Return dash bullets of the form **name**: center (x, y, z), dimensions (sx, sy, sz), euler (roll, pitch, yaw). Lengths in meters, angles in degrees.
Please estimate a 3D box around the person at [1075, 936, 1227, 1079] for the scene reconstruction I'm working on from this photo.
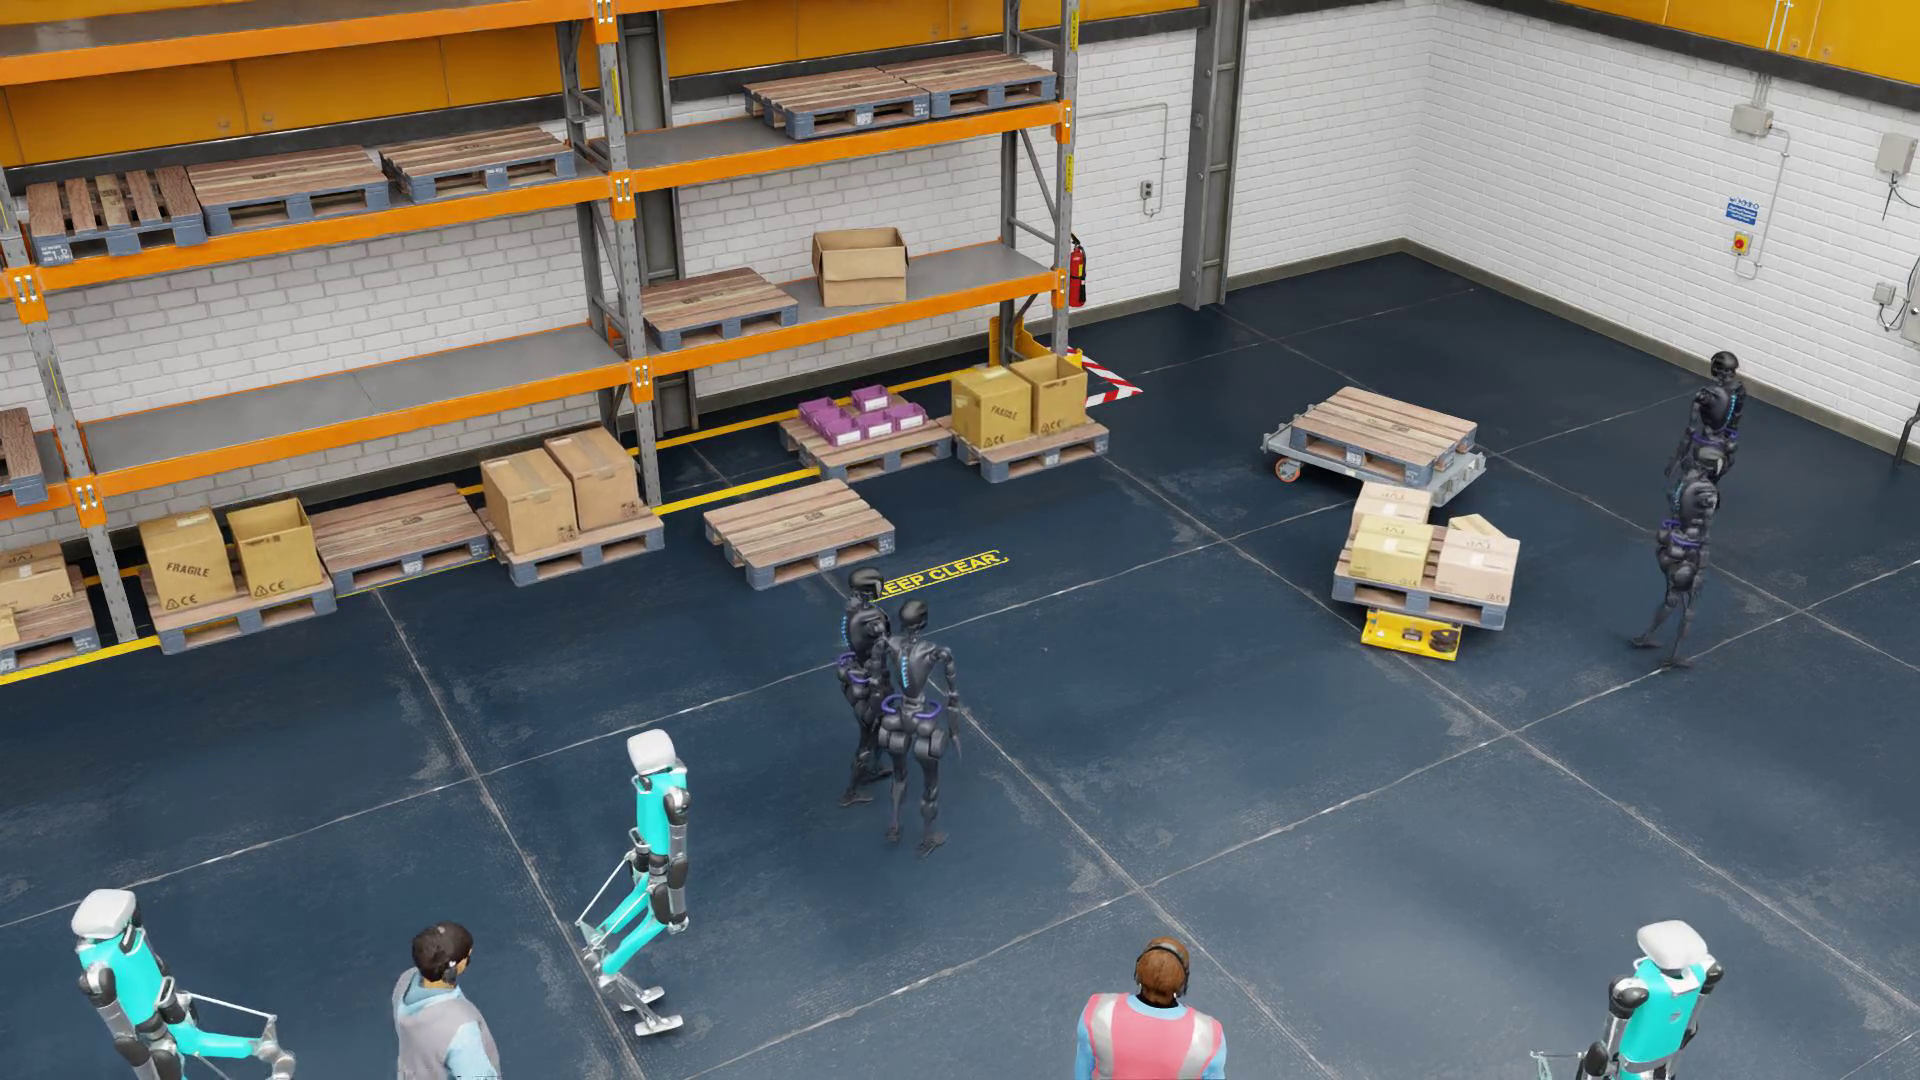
- **person**: center (0.798, 2.433, 7.086), dimensions (0.633, 1.830, 0.430), euler (7, 30, 12)

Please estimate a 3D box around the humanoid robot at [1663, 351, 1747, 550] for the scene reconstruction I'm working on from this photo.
- **humanoid robot**: center (5.724, -0.662, 12.704), dimensions (0.600, 1.648, 0.387), euler (-13, 32, -22)

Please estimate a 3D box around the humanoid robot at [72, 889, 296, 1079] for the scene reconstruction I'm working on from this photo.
- **humanoid robot**: center (-3.445, 2.262, 7.475), dimensions (1.001, 1.738, 0.553), euler (-5, 30, -9)

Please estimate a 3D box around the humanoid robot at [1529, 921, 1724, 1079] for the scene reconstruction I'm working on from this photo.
- **humanoid robot**: center (2.847, 2.336, 7.421), dimensions (0.551, 1.866, 0.695), euler (-11, 31, -19)

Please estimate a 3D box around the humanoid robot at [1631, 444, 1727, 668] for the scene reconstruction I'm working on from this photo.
- **humanoid robot**: center (4.988, 0.082, 11.404), dimensions (0.416, 1.650, 0.596), euler (0, 29, 0)

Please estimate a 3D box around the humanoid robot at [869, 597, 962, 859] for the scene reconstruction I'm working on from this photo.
- **humanoid robot**: center (-0.268, 1.084, 9.629), dimensions (0.585, 1.644, 0.371), euler (9, 31, 16)

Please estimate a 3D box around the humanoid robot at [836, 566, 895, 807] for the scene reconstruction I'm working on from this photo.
- **humanoid robot**: center (-0.544, 0.881, 9.992), dimensions (0.468, 1.643, 0.583), euler (-14, 32, -23)

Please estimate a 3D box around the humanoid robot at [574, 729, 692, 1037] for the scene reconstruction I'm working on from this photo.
- **humanoid robot**: center (-1.664, 1.753, 8.277), dimensions (0.736, 1.692, 0.531), euler (-16, 33, -26)

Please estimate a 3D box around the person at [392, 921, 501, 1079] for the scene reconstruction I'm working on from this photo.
- **person**: center (-2.167, 2.397, 7.110), dimensions (0.506, 1.860, 0.561), euler (-23, 37, -35)

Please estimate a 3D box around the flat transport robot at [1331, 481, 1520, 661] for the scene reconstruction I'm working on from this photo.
- **flat transport robot**: center (3.412, 0.405, 12.258), dimensions (0.659, 0.231, 1.431), euler (11, 31, 19)
